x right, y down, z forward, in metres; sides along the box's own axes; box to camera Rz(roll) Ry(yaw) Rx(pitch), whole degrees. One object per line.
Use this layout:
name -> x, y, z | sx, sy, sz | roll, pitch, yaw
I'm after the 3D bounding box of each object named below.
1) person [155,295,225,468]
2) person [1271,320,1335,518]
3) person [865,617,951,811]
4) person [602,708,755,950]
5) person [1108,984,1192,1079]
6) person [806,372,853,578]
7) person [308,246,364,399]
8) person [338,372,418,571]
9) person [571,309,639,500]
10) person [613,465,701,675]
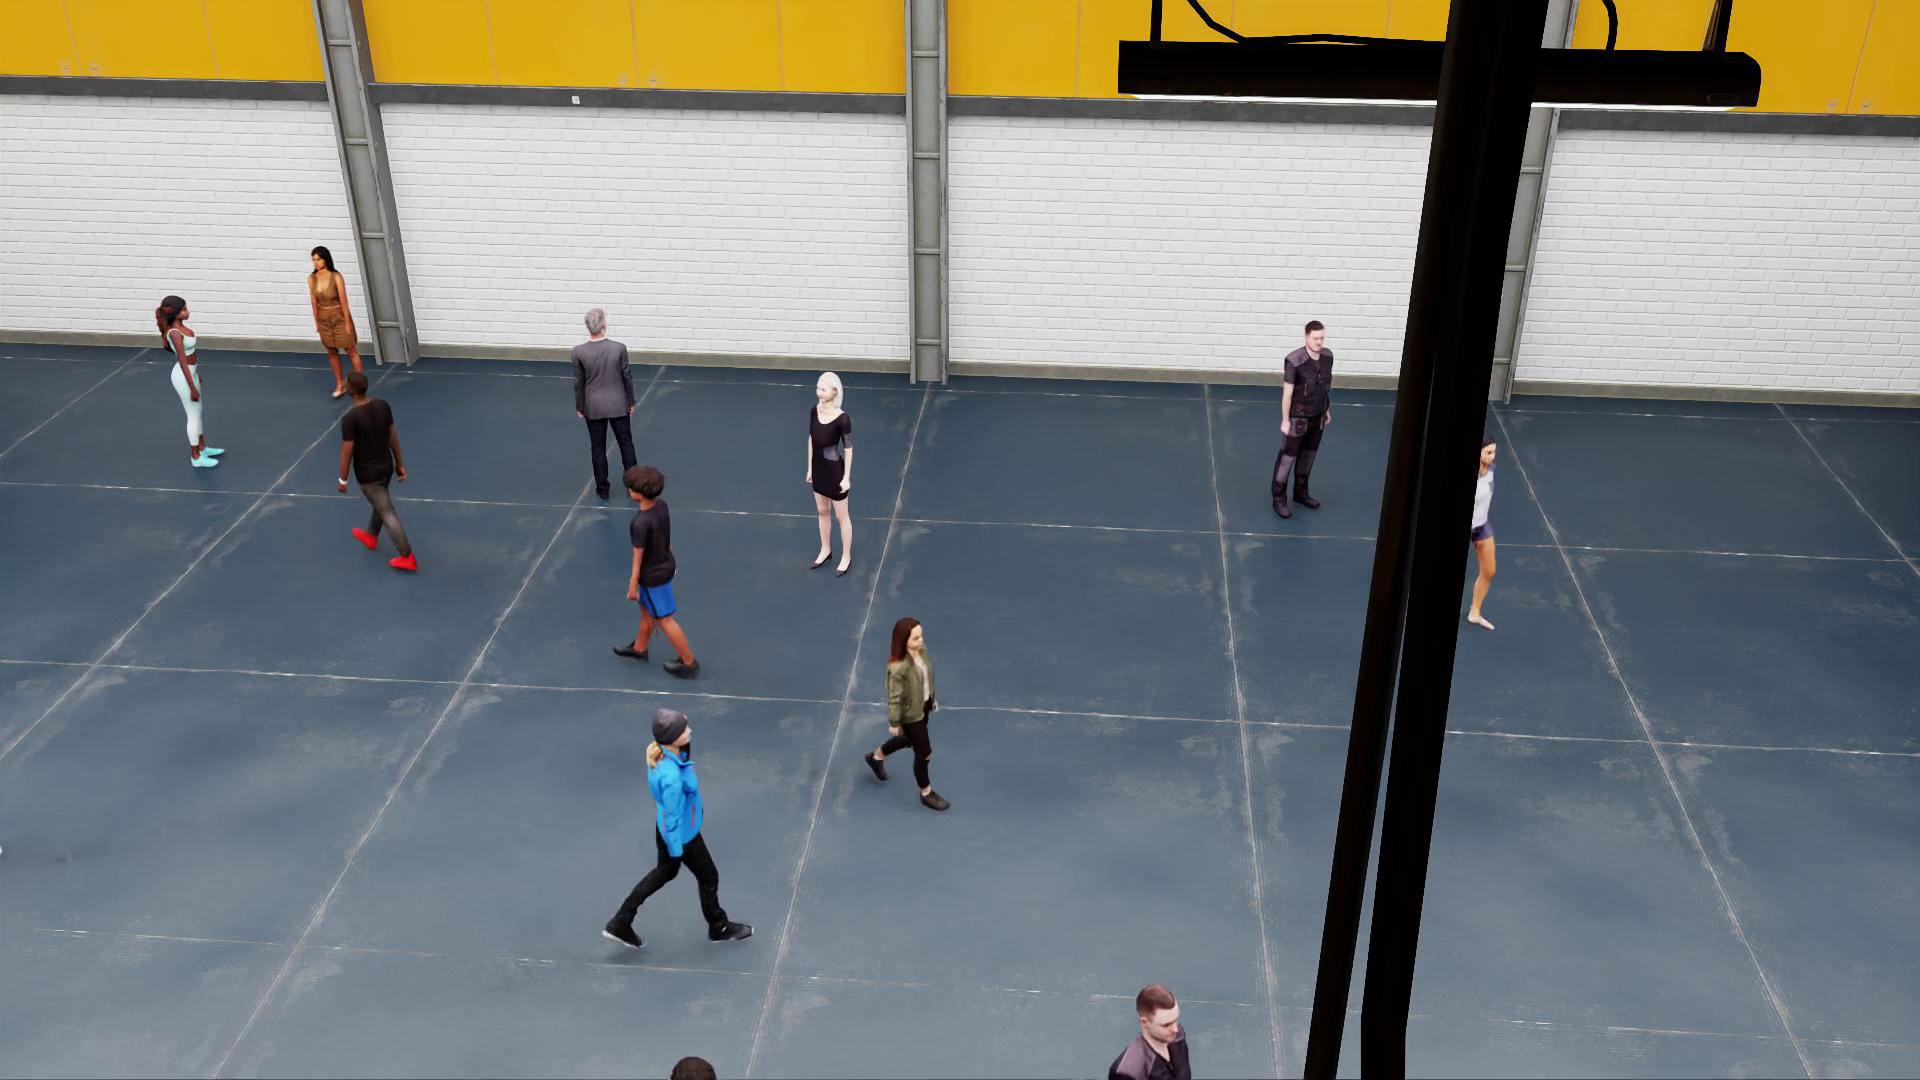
person -> -7.430, -1.536, 15.993 | 0.652, 1.723, 0.644 | -9, 30, -16
person -> 3.126, -1.125, 15.112 | 0.762, 1.845, 0.866 | -17, 33, -28
person -> -0.382, 1.147, 11.353 | 1.008, 1.457, 0.780 | 13, 31, 22
person -> -1.771, 1.760, 9.909 | 1.214, 1.764, 0.884 | -8, 30, -14
person -> 0.802, 2.812, 7.931 | 1.231, 1.809, 1.129 | 25, 37, 38
person -> -1.100, -0.564, 14.100 | 0.596, 1.830, 0.718 | 18, 33, 30
person -> -6.526, -2.269, 17.376 | 0.486, 1.686, 0.630 | 5, 29, 10
person -> -4.896, -0.546, 14.130 | 1.197, 1.769, 0.966 | 15, 32, 25
person -> -3.268, -1.254, 15.360 | 0.667, 1.835, 0.838 | -6, 29, -12
person -> -2.257, 0.267, 12.641 | 1.034, 1.768, 0.739 | 7, 29, 13
